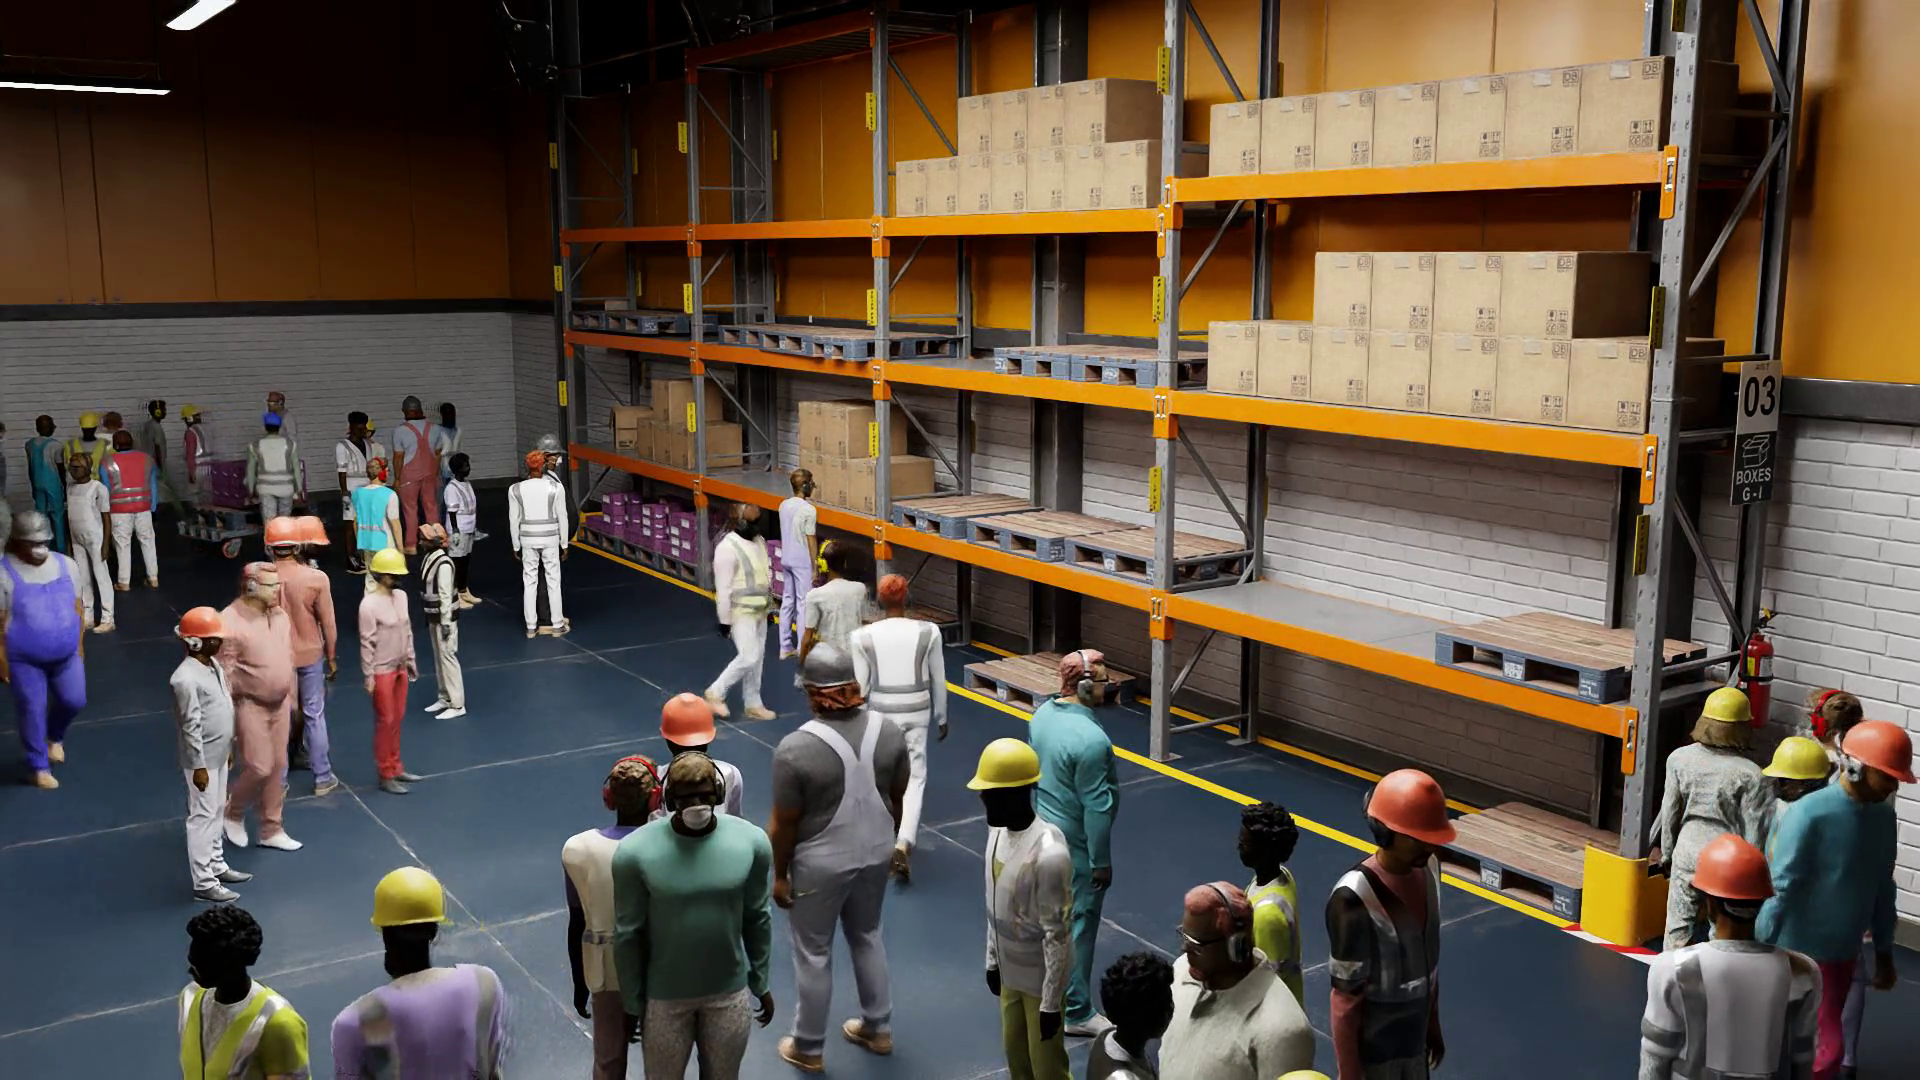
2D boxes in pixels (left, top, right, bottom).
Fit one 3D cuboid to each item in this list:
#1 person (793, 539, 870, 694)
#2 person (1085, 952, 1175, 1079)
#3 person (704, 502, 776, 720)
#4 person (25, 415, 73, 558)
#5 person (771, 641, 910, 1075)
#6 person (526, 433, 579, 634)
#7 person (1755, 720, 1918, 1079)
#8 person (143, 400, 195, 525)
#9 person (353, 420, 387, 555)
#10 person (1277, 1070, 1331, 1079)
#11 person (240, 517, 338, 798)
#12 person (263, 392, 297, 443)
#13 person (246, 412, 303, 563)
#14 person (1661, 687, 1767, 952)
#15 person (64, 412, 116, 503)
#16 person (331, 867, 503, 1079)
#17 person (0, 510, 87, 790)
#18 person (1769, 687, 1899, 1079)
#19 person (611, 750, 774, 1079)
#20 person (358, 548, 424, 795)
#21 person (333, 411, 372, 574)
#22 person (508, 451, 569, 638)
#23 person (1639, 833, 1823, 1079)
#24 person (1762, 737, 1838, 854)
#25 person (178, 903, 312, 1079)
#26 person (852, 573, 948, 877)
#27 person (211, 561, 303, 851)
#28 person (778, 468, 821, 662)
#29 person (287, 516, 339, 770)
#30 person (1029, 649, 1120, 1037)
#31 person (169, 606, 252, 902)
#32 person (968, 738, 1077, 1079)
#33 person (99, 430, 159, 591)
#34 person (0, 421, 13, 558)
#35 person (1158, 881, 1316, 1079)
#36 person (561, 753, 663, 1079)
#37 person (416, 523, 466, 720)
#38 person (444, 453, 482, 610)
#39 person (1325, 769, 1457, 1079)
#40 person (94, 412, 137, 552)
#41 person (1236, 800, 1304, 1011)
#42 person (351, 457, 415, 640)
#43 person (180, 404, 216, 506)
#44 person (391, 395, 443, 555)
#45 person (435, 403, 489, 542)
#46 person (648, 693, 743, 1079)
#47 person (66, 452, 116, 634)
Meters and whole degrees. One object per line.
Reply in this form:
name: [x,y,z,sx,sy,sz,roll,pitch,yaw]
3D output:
person: [-0.919,0.900,11.782,0.540,1.818,0.960,-8,13,-40]
person: [0.499,2.090,5.176,0.322,1.690,0.535,0,10,0]
person: [-1.766,0.588,13.605,0.477,1.821,0.623,3,10,20]
person: [-11.419,-0.649,20.849,0.502,1.836,0.343,1,10,6]
person: [-0.598,1.465,7.816,0.691,2.000,0.535,-7,12,-35]
person: [-4.143,-0.082,16.899,0.535,2.000,0.683,-2,10,-13]
person: [3.557,1.676,6.797,0.661,1.963,0.518,-5,11,-27]
person: [-11.230,-1.052,23.262,0.541,1.827,0.971,8,13,40]
person: [-7.524,-0.672,21.161,0.528,1.772,0.304,3,10,17]
person: [0.861,2.207,4.355,0.320,1.737,0.485,2,10,13]
person: [-4.695,0.827,11.691,0.622,1.997,0.371,-3,10,-14]
person: [-9.603,-1.133,23.451,0.643,1.912,0.407,7,12,36]
person: [-8.493,-0.635,20.615,0.651,1.889,0.802,-4,11,-23]
person: [3.663,1.569,8.089,0.325,1.740,0.492,-8,13,-39]
person: [-10.693,-0.633,20.500,0.617,1.911,0.464,-3,10,-15]
person: [-1.773,1.968,5.355,0.999,1.867,0.617,10,14,44]
person: [-6.625,0.758,11.968,0.631,2.000,0.691,7,12,37]
person: [3.992,1.596,7.642,0.561,1.839,0.391,-1,10,-6]
person: [-1.020,1.749,6.449,0.627,1.940,0.375,-4,10,-20]
person: [-4.046,0.924,11.829,0.334,1.758,0.525,3,10,14]
person: [-7.256,-0.582,20.071,0.374,1.959,0.603,3,10,17]
person: [-4.196,0.044,16.626,0.575,1.882,0.355,-1,10,-6]
person: [2.508,1.917,5.500,0.545,1.930,0.391,1,10,6]
person: [3.604,1.711,7.203,0.340,1.761,0.525,4,11,24]
person: [-2.389,2.020,5.564,0.535,1.699,0.322,5,11,26]
person: [-0.375,1.136,10.342,0.592,1.852,0.884,0,10,2]
person: [-4.467,1.068,10.578,0.452,1.892,0.676,3,10,17]
person: [-1.499,0.247,15.586,0.351,1.837,0.502,-10,14,-44]
person: [-4.848,0.766,12.324,0.487,1.902,0.558,-1,10,-7]
person: [0.590,1.470,8.185,0.403,1.906,0.652,-4,10,-22]
person: [-4.454,1.257,9.875,0.322,1.753,0.562,-2,10,-9]
person: [0.249,1.726,6.674,0.425,1.917,0.590,-4,10,-22]
person: [-9.515,-0.342,19.054,0.431,1.835,0.624,9,13,43]
person: [-11.420,-0.460,19.512,0.555,1.914,0.637,-8,12,-38]
person: [0.809,1.982,5.222,0.399,1.897,0.652,-5,11,-26]
person: [-1.295,1.772,6.633,0.561,1.836,0.392,1,10,6]
person: [-4.292,0.663,13.740,0.315,1.630,0.516,-6,11,-32]
person: [-5.398,-0.103,18.032,0.315,1.696,0.541,0,10,3]
person: [1.555,1.789,5.964,0.614,2.030,0.408,-10,14,-44]
person: [-11.009,-0.771,21.697,0.577,1.778,0.990,-3,10,-14]
person: [1.192,1.853,6.550,0.316,1.696,0.540,2,10,10]
person: [-5.709,0.107,16.353,0.564,1.847,0.388,4,11,23]
person: [-10.404,-0.952,22.729,0.478,1.793,0.628,1,10,5]
person: [-7.013,-0.843,21.364,0.537,2.000,0.689,8,13,40]
person: [-6.714,-0.870,22.016,0.948,1.867,0.582,6,11,29]
person: [-1.174,1.606,7.294,0.551,1.935,0.375,-6,12,-33]
person: [-8.818,0.029,16.820,0.504,1.847,0.345,3,10,15]
